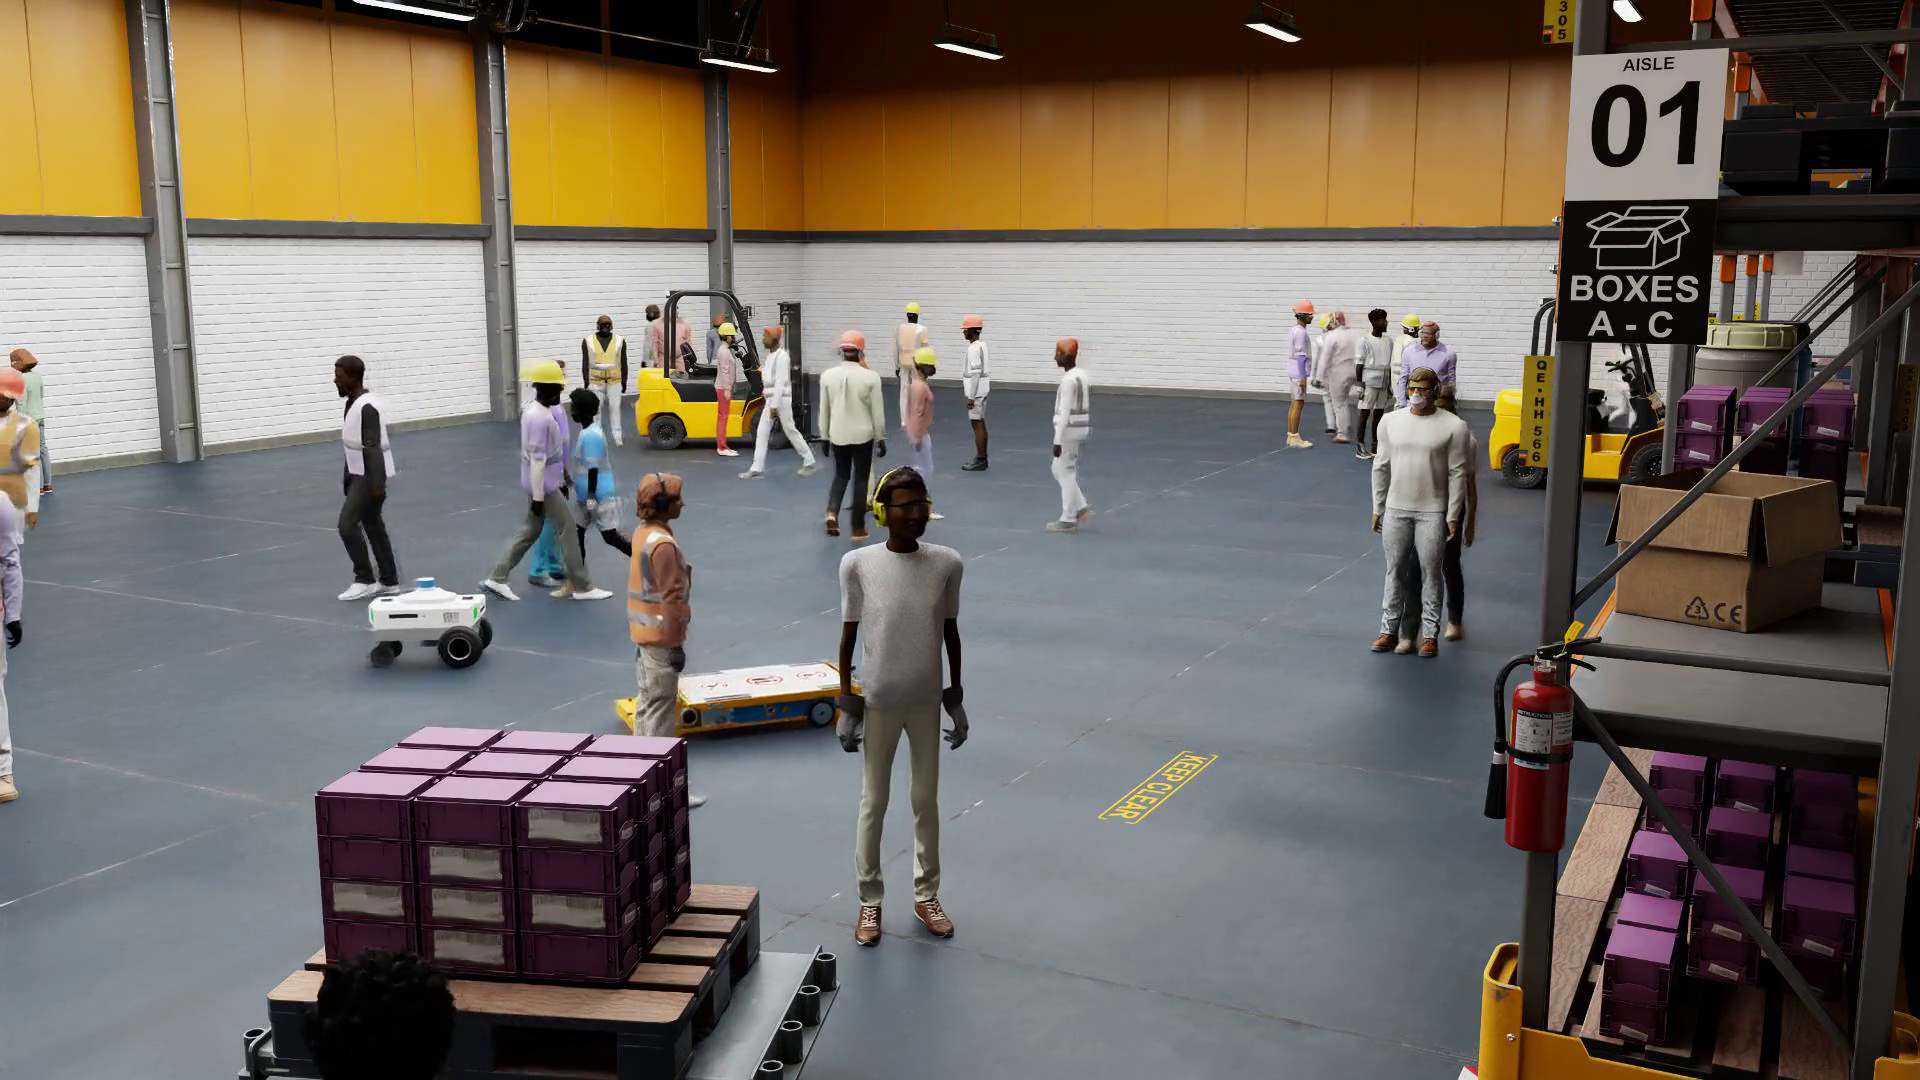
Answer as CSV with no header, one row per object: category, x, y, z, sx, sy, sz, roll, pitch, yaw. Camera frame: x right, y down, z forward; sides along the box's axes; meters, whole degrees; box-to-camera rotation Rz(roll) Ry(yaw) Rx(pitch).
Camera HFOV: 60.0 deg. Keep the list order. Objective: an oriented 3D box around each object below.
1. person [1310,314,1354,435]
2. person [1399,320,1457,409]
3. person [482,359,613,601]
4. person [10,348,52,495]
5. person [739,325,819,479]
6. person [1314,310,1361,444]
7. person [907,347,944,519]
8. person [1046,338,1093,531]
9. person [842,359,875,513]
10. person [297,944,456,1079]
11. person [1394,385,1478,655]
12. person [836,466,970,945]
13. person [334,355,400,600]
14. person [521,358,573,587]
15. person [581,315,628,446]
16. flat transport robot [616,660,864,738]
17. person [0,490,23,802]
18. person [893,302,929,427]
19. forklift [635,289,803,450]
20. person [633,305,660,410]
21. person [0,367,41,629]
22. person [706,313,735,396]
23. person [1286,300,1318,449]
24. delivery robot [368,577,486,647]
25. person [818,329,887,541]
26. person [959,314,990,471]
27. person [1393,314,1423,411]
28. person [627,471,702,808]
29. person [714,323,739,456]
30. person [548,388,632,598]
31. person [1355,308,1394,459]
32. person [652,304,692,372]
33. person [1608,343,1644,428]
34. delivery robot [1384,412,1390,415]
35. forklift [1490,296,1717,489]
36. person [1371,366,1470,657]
person,5.499,-2.452,24.658,0.631,1.787,0.462,0,10,-1
person,5.460,-1.612,19.463,0.644,1.905,0.400,3,10,18
person,-3.229,-0.448,12.786,0.951,1.888,0.607,-3,10,-17
person,-10.341,-1.310,18.492,0.288,1.633,0.497,-1,10,-4
person,-2.138,-1.642,19.851,0.983,1.843,0.576,-5,11,-29
person,5.338,-2.300,23.527,0.650,1.877,0.579,-7,12,-36
person,-0.462,-1.073,16.780,0.539,1.749,0.534,0,10,-2
person,1.035,-1.002,15.992,0.398,1.876,0.615,3,10,14
person,-1.058,-1.092,17.229,0.277,1.631,0.506,-5,11,-25
person,-0.775,1.440,2.482,0.689,1.673,0.543,8,13,40
person,3.254,-0.157,11.343,0.538,1.808,0.880,6,11,31
person,-0.222,0.642,6.495,0.532,1.876,0.321,-2,10,-14
person,-4.697,-0.481,12.911,0.638,1.895,0.634,-6,11,-30
person,-3.351,-0.555,13.514,0.389,1.847,0.574,0,10,2
person,-4.926,-2.201,23.090,0.625,1.837,0.430,-3,10,-15
flat transport robot,-1.201,0.909,9.585,1.431,0.197,0.652,-4,11,-23
person,-4.884,0.387,8.067,0.624,1.844,0.429,-5,11,-28
person,-0.744,-2.699,25.684,0.589,1.927,0.388,4,11,22
forklift,-3.358,-2.392,23.136,2.313,2.155,1.214,-1,10,-5
person,-5.235,-3.080,28.289,0.628,1.824,0.659,2,10,11
person,-6.836,-0.287,11.823,0.610,1.890,0.447,-3,10,-16
person,-4.172,-3.132,29.032,0.500,1.636,0.282,-1,10,-5
person,4.718,-2.287,22.961,0.374,2.042,0.615,1,10,4
delivery robot,-3.494,0.490,10.920,0.707,0.478,0.477,-1,10,-7
person,-1.002,-0.962,15.466,0.624,1.978,0.470,3,10,19
person,0.170,-1.824,20.588,0.377,1.936,0.549,2,10,13
person,6.324,-2.266,23.449,0.404,1.832,0.600,-2,10,-10
person,-1.454,0.486,8.085,0.311,1.637,0.522,-4,11,-21
person,-3.096,-1.997,22.084,0.328,1.769,0.526,-1,10,-8
person,-2.773,-0.364,12.971,0.841,1.666,0.527,-3,10,-19
person,5.436,-2.047,21.793,0.613,1.965,0.361,-5,11,-29
person,-4.664,-2.906,26.966,0.639,1.901,0.406,-2,10,-13
person,9.294,-2.125,23.270,0.610,1.624,0.521,-1,10,-5
delivery robot,6.208,-1.648,23.299,0.477,0.478,0.707,-4,11,-23
forklift,7.296,-1.677,18.993,2.313,2.155,1.214,5,11,27
person,3.055,-0.189,11.120,0.632,1.940,0.372,5,11,29
